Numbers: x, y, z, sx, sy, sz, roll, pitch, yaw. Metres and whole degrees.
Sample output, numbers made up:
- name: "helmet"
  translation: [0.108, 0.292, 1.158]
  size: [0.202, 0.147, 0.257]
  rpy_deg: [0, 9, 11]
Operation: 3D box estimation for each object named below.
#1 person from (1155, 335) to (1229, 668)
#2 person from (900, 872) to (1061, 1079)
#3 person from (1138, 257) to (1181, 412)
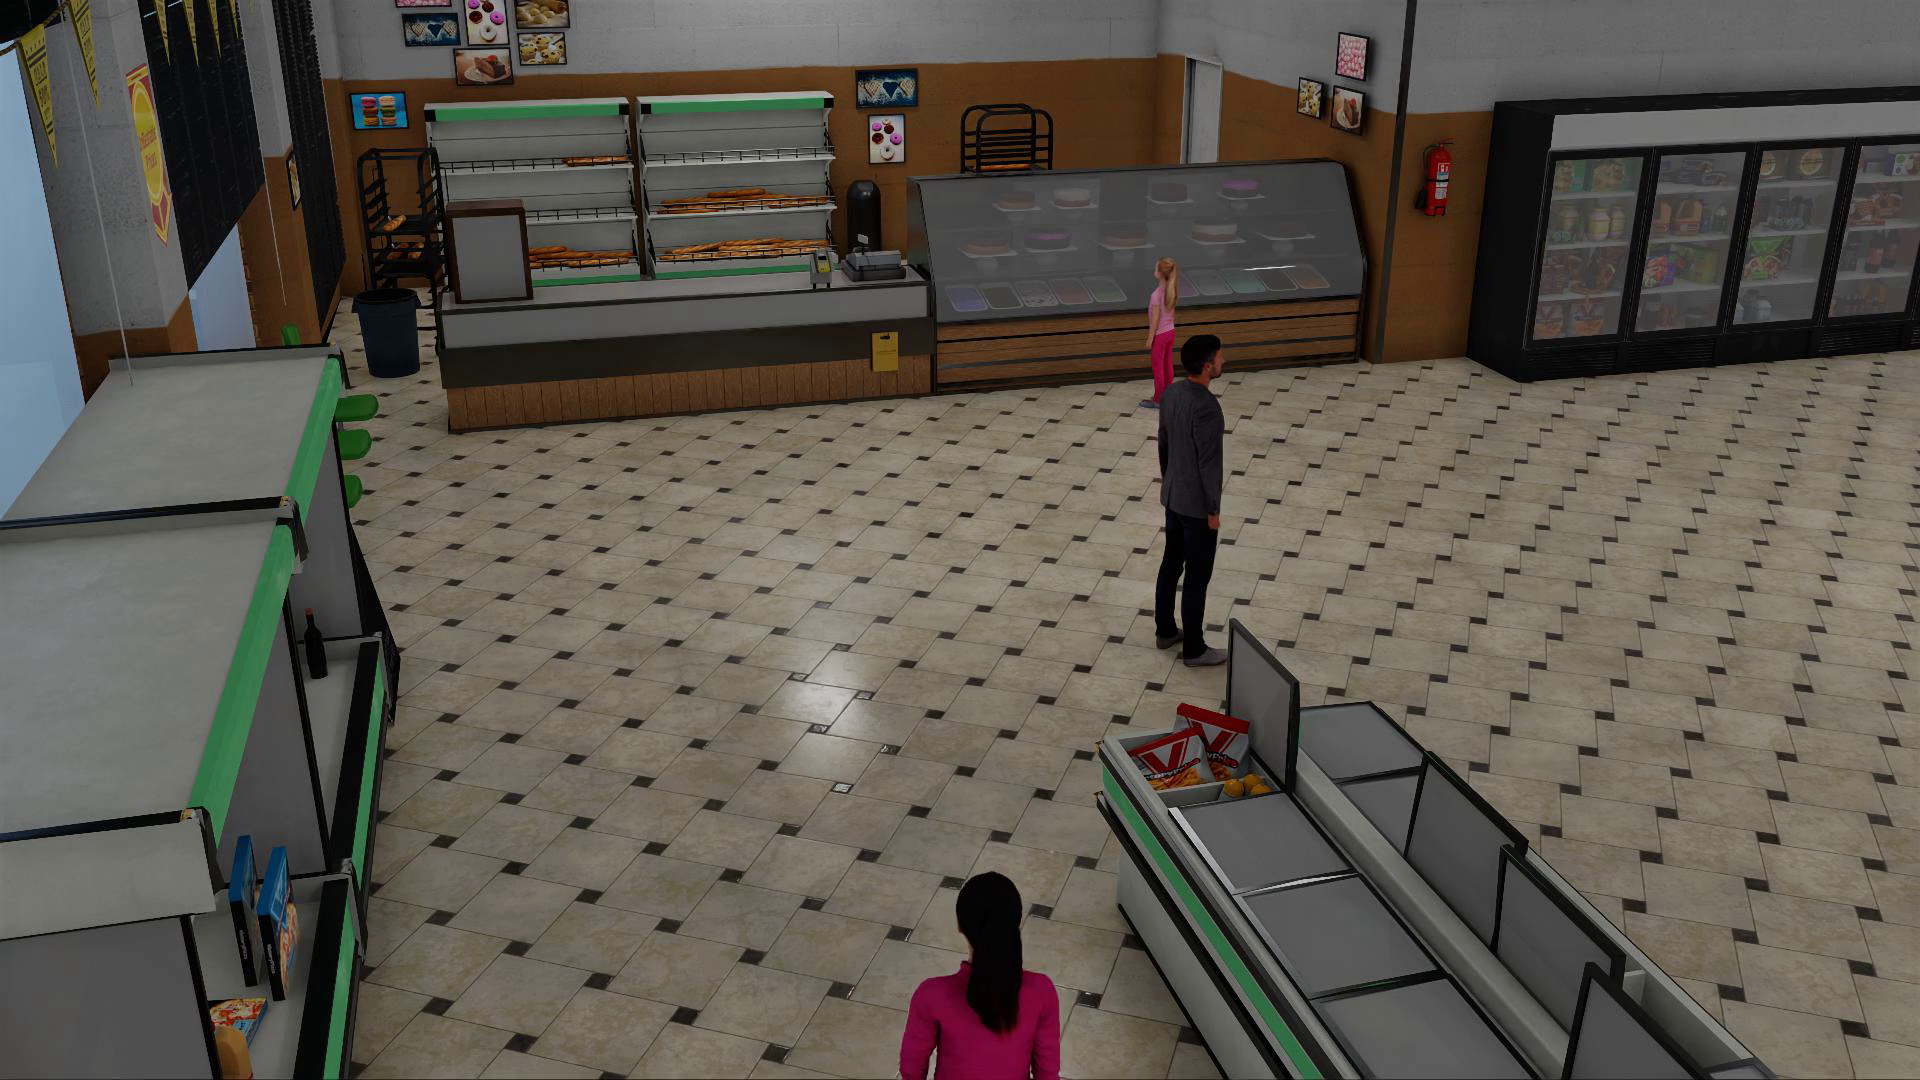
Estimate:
- name: "person"
  translation: [1.289, -0.226, 9.214]
  size: [0.780, 1.874, 0.593]
  rpy_deg: [-10, 24, -23]
- name: "person"
  translation: [0.076, 1.754, 4.596]
  size: [0.615, 1.644, 1.153]
  rpy_deg: [-5, 22, -11]
- name: "person"
  translation: [1.671, -1.708, 13.711]
  size: [0.637, 1.271, 0.584]
  rpy_deg: [16, 27, 35]
